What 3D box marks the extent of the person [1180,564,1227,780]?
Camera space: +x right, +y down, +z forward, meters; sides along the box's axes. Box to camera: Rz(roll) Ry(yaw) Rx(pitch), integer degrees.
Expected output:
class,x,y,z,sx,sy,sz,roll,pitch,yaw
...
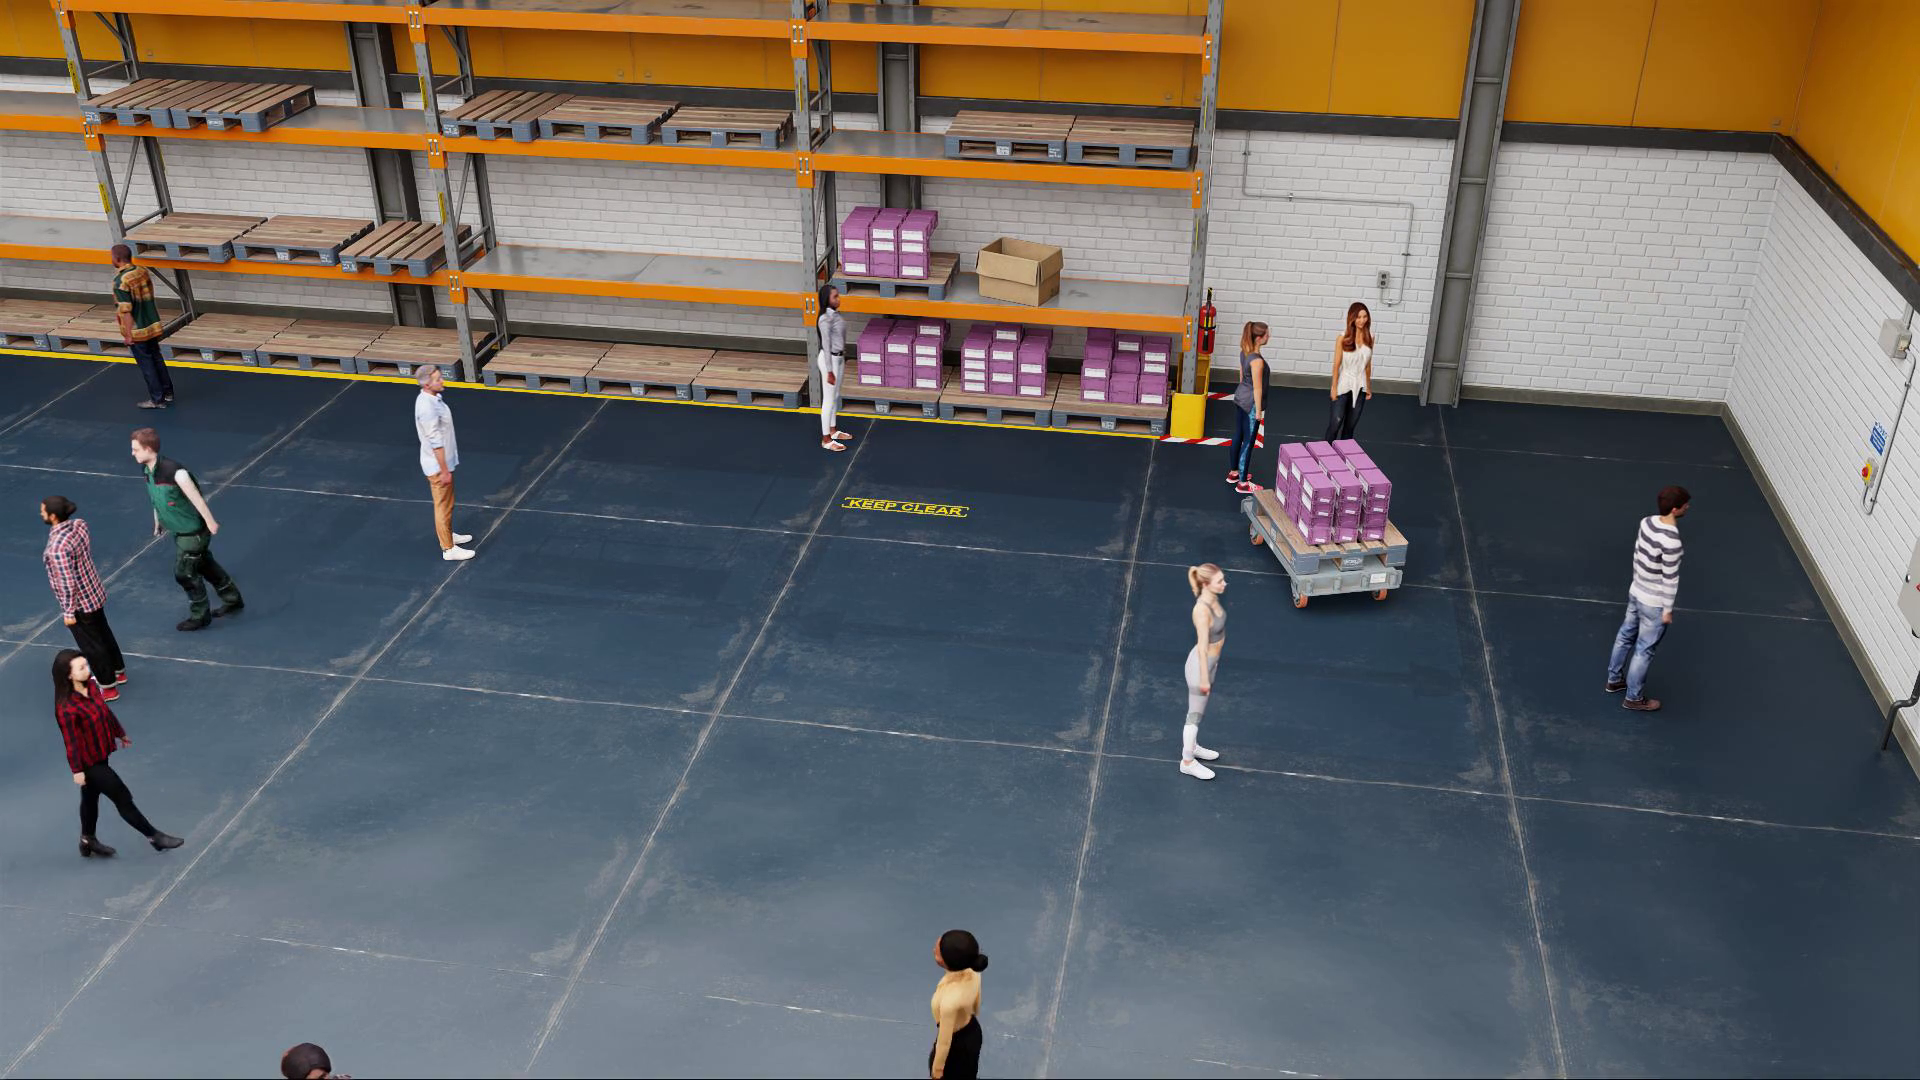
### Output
class,x,y,z,sx,sy,sz,roll,pitch,yaw
person,1.746,0.920,12.010,0.564,1.703,0.573,8,30,14

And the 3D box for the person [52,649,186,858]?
class,x,y,z,sx,sy,sz,roll,pitch,yaw
person,-5.887,1.460,11.098,1.016,1.629,0.771,-3,29,-5

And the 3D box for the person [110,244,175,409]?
class,x,y,z,sx,sy,sz,roll,pitch,yaw
person,-8.769,-2.291,17.788,0.674,1.807,0.715,2,29,4

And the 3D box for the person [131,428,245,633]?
class,x,y,z,sx,sy,sz,roll,pitch,yaw
person,-6.342,-0.115,13.821,0.917,1.786,0.938,16,33,27

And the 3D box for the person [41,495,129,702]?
class,x,y,z,sx,sy,sz,roll,pitch,yaw
person,-6.786,0.434,12.842,0.709,1.760,0.759,-4,29,-7

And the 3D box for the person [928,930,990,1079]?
class,x,y,z,sx,sy,sz,roll,pitch,yaw
person,0.059,2.716,8.776,0.662,1.648,0.638,10,30,18

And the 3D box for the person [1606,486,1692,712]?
class,x,y,z,sx,sy,sz,roll,pitch,yaw
person,5.294,0.425,12.760,0.649,1.854,0.711,-4,29,-8

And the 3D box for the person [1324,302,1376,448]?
class,x,y,z,sx,sy,sz,roll,pitch,yaw
person,3.813,-1.485,16.334,0.617,1.784,0.734,-9,30,-16

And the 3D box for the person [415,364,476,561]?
class,x,y,z,sx,sy,sz,roll,pitch,yaw
person,-4.663,-0.714,14.878,0.748,1.826,0.768,-8,30,-15

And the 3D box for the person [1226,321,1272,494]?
class,x,y,z,sx,sy,sz,roll,pitch,yaw
person,2.791,-1.297,16.053,0.642,1.724,0.634,-6,29,-11

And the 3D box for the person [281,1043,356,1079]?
class,x,y,z,sx,sy,sz,roll,pitch,yaw
person,-2.997,3.096,8.009,0.684,1.714,0.729,-25,37,-37

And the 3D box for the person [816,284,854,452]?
class,x,y,z,sx,sy,sz,roll,pitch,yaw
person,-1.305,-1.782,16.943,0.530,1.724,0.601,7,29,12
